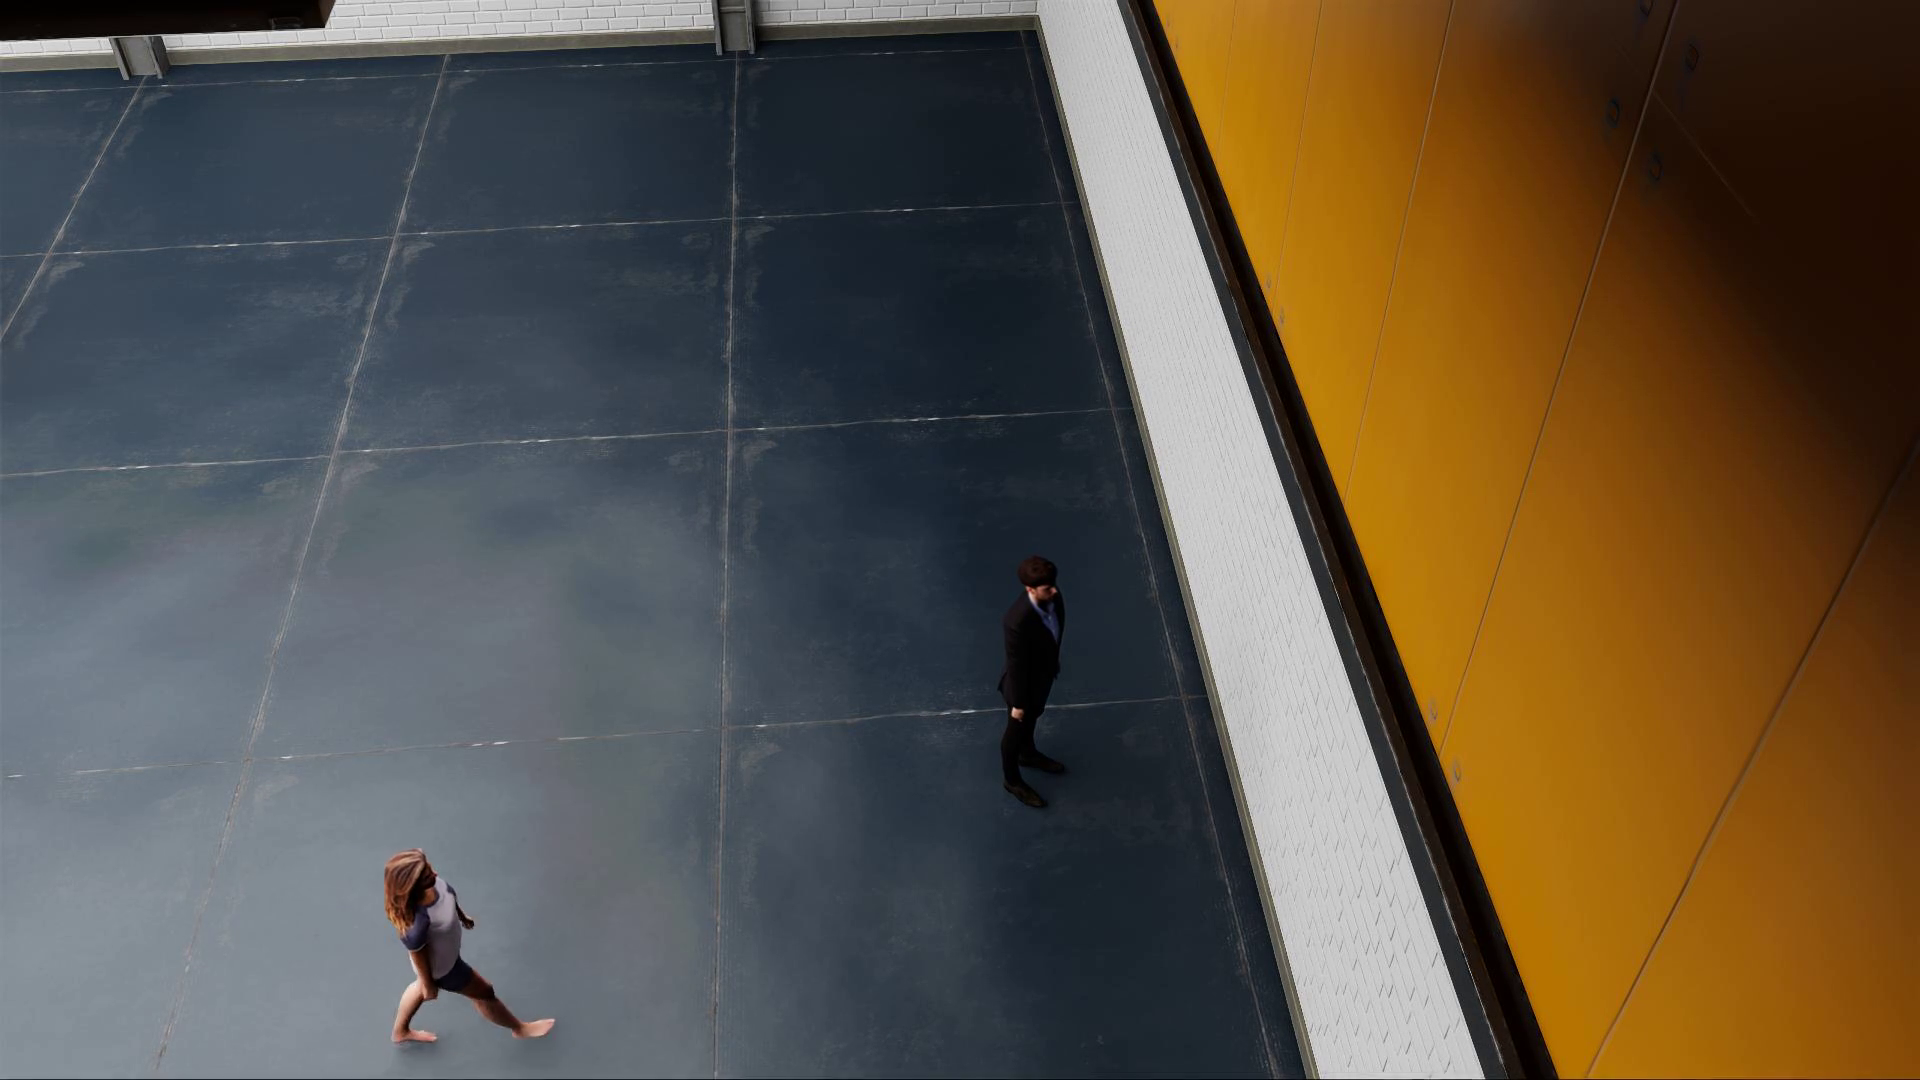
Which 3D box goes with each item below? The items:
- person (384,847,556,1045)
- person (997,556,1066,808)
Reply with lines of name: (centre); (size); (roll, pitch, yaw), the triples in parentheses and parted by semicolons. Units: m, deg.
person: (-2.756, 2.135, 8.522); (1.114, 1.684, 0.690); (-7, 44, -7)
person: (0.413, 0.793, 9.778); (0.800, 1.894, 0.790); (19, 47, 19)
